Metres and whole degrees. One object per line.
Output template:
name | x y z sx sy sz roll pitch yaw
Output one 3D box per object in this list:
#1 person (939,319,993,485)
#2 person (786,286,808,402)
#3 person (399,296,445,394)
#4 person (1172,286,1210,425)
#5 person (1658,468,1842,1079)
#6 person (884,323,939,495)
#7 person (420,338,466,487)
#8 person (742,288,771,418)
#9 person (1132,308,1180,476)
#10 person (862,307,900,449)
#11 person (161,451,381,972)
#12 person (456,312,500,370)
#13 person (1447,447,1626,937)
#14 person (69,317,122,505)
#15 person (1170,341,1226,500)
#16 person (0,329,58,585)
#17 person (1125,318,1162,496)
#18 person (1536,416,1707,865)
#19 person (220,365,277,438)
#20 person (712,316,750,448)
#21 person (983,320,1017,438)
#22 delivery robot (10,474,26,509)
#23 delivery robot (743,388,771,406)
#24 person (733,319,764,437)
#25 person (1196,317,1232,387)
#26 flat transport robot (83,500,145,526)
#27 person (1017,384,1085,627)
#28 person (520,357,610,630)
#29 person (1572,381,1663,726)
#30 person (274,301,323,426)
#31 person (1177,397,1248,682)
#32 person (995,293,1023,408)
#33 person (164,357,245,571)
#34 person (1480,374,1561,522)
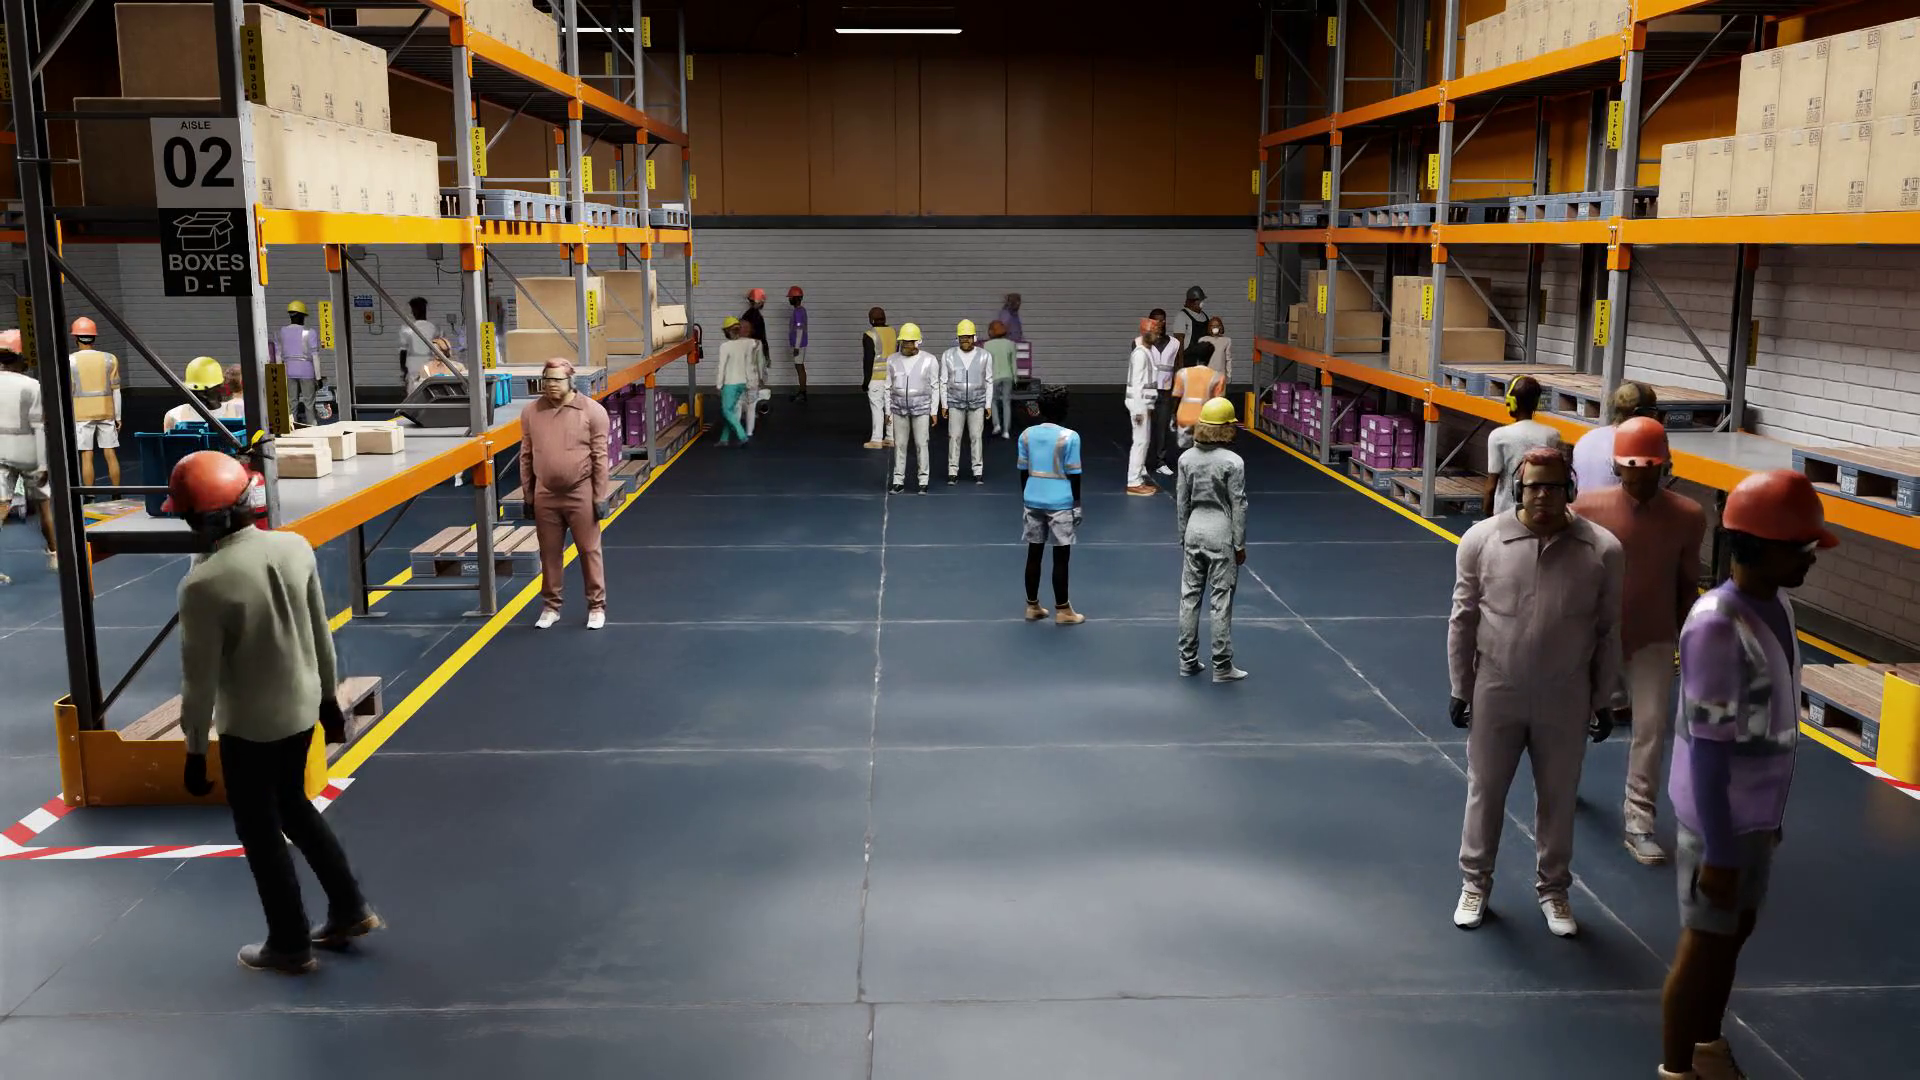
person | 0.070 -1.513 18.356 0.595 1.832 0.404 0 10 -2
person | -2.745 -3.291 27.970 0.362 1.935 0.553 0 10 -1
person | -7.256 -2.318 22.508 0.667 1.950 0.417 -4 11 -19
person | 3.443 -2.678 24.263 0.689 2.000 0.539 -10 14 -43
person | 2.323 0.793 4.930 0.395 2.040 0.632 9 13 40
person | -0.522 -1.382 17.633 0.599 1.827 0.404 2 10 11
person | -5.648 -1.392 18.229 0.517 1.636 0.313 0 10 0
person | -3.048 -2.839 25.350 0.666 1.968 0.645 -5 11 -27
person | 2.250 -1.703 19.168 0.592 1.922 0.392 -3 11 -17
person | -1.055 -2.106 21.649 0.430 1.840 0.622 8 13 39
person | -2.524 0.648 6.015 0.447 1.948 0.682 3 11 17
person | -6.629 -2.326 22.691 0.569 1.894 0.921 2 10 13
person | 2.217 0.587 6.452 0.641 1.908 0.407 2 10 14
person | -8.614 -1.235 16.513 0.545 1.939 0.354 -9 14 -43
person | 2.453 -1.206 17.092 0.553 1.660 0.520 4 11 21
person | -7.478 -0.665 13.175 0.608 2.004 1.031 0 10 0
person | 1.951 -1.410 17.664 0.383 1.874 0.598 2 10 13
person | 2.946 0.389 7.473 0.657 1.952 0.888 1 10 8
person | -5.159 -0.357 12.027 0.568 1.794 0.938 0 10 2
person | -2.980 -2.045 21.618 0.614 1.724 0.572 6 12 31
person | 0.552 -2.199 22.773 0.526 1.617 0.391 -3 10 -14
delivery robot | -9.210 -0.502 16.020 0.477 0.478 0.707 -5 11 -28
delivery robot | -3.274 -2.208 25.524 0.707 0.478 0.477 -3 10 -14
person | -2.940 -2.200 22.765 0.518 1.626 0.526 -1 10 -4
person | 3.571 -2.311 23.356 0.508 1.632 0.265 0 10 -1
flat transport robot | -7.690 -0.199 15.383 1.431 0.197 0.652 7 13 35
person | 0.638 -0.245 11.663 0.534 1.698 0.322 9 13 41
person | -2.739 -0.313 11.510 0.636 1.899 0.396 1 10 7
person | 3.627 0.084 9.188 0.440 1.929 0.671 -3 11 -16
person | -8.585 -2.146 21.651 0.585 1.917 0.382 1 10 3
person | 1.554 -0.002 10.189 0.488 1.744 0.296 9 14 42
person | 0.794 -3.028 26.687 0.455 1.871 0.749 2 10 11
person | -5.027 -0.274 11.213 0.584 1.918 0.381 -3 11 -18
person | 3.502 -0.118 10.498 0.550 1.861 0.458 -2 10 -10
